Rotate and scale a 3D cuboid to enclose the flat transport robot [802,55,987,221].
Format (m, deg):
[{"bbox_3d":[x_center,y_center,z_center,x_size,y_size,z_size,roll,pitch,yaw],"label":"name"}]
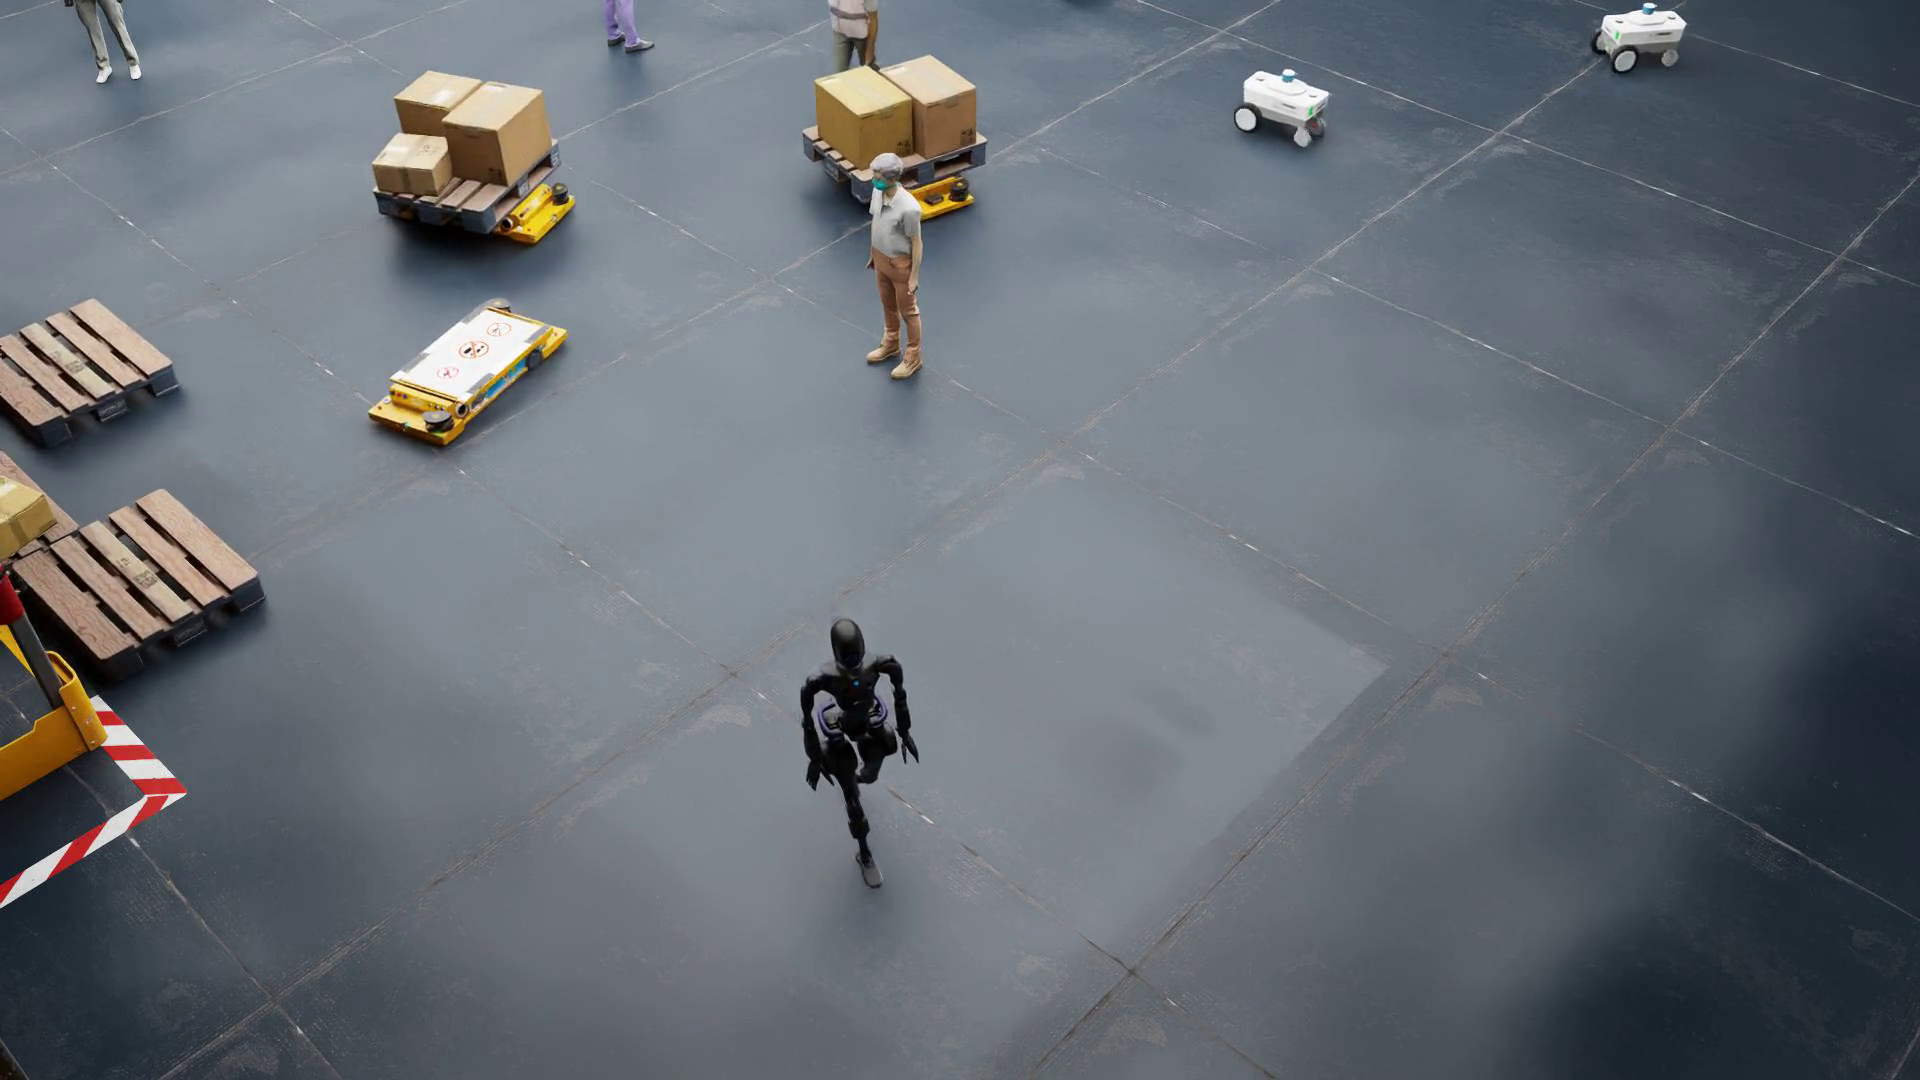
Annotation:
[{"bbox_3d":[-0.550,-3.112,13.985,0.659,0.231,1.431,-24,47,-24],"label":"flat transport robot"}]

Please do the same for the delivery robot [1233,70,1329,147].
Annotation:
[{"bbox_3d":[2.832,-3.821,14.554,0.788,0.587,0.499,27,48,26],"label":"delivery robot"}]

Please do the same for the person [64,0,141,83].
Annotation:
[{"bbox_3d":[-7.814,-4.929,14.978,0.522,1.638,0.308,-8,43,-9],"label":"person"}]

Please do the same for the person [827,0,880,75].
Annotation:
[{"bbox_3d":[-0.918,-4.314,14.202,0.565,1.755,1.037,18,45,19],"label":"person"}]

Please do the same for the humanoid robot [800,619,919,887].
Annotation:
[{"bbox_3d":[-0.537,0.967,8.443,0.589,1.650,0.743,-15,44,-16],"label":"humanoid robot"}]

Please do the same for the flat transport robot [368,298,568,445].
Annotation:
[{"bbox_3d":[-3.500,-1.224,11.887,0.659,0.231,1.431,18,45,19],"label":"flat transport robot"}]

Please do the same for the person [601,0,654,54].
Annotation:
[{"bbox_3d":[-3.215,-5.430,15.385,0.564,1.841,0.382,31,50,29],"label":"person"}]

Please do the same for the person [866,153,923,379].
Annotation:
[{"bbox_3d":[-0.454,-1.914,11.554,0.313,1.736,0.483,-30,50,-29],"label":"person"}]

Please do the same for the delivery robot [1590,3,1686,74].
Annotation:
[{"bbox_3d":[6.358,-4.720,15.549,0.773,0.582,0.499,-6,42,-7],"label":"delivery robot"}]

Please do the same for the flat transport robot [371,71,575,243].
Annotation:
[{"bbox_3d":[-3.956,-2.781,13.617,1.431,0.231,0.659,13,44,14],"label":"flat transport robot"}]
